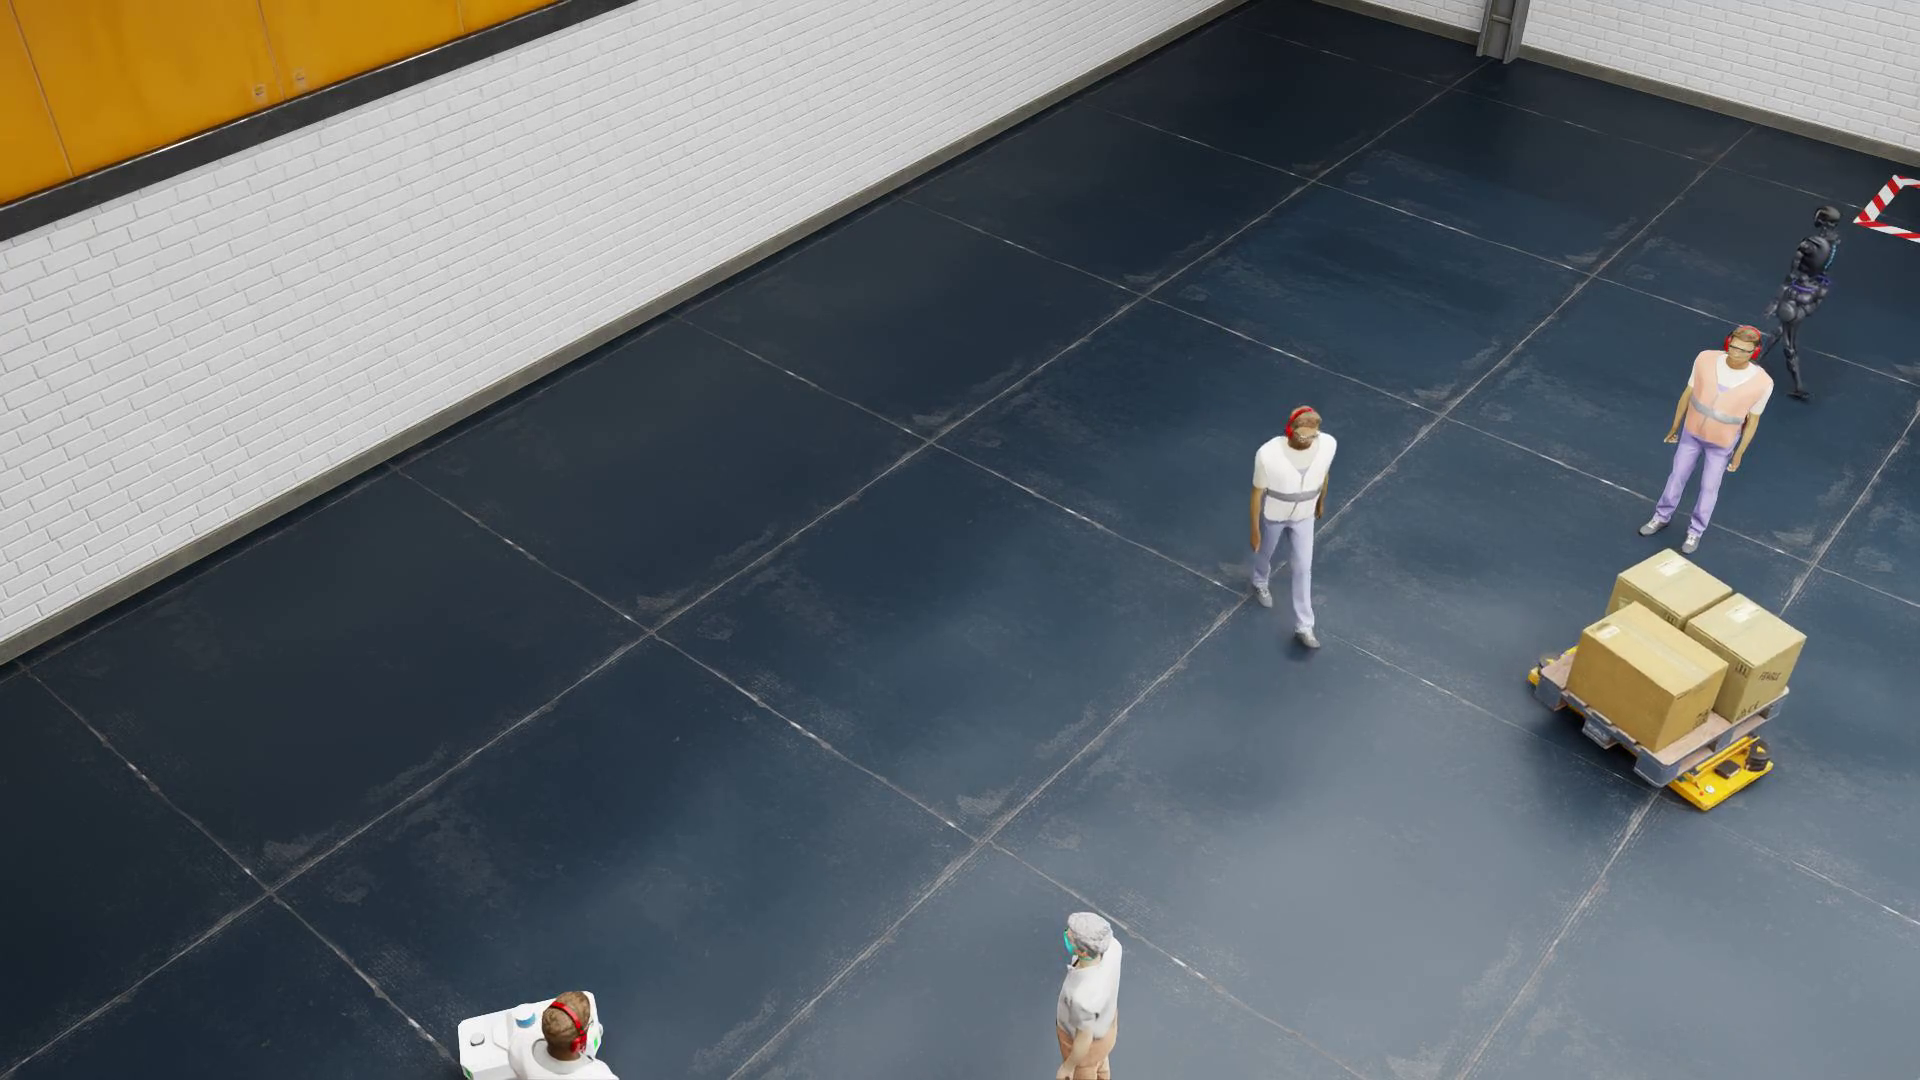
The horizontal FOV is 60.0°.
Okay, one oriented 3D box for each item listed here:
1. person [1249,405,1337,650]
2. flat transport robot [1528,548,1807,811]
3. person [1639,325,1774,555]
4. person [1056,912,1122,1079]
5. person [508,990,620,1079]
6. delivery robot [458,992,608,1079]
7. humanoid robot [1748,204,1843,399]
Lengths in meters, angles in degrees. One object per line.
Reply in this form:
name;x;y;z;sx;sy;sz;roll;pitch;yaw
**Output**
person;2.235;-0.111;11.197;0.595;1.795;0.952;-7;39;-9
flat transport robot;4.501;1.143;10.867;0.659;0.231;1.431;-22;44;-25
person;5.394;-0.744;11.950;0.565;1.850;0.390;31;48;32
person;0.604;2.402;8.125;0.320;1.748;0.482;13;41;16
person;-1.737;2.734;7.650;0.568;1.831;0.408;16;41;19
delivery robot;-2.269;2.673;8.756;0.815;0.614;0.499;-10;40;-13
humanoid robot;6.934;-1.975;13.664;0.594;1.648;0.765;-21;43;-24
